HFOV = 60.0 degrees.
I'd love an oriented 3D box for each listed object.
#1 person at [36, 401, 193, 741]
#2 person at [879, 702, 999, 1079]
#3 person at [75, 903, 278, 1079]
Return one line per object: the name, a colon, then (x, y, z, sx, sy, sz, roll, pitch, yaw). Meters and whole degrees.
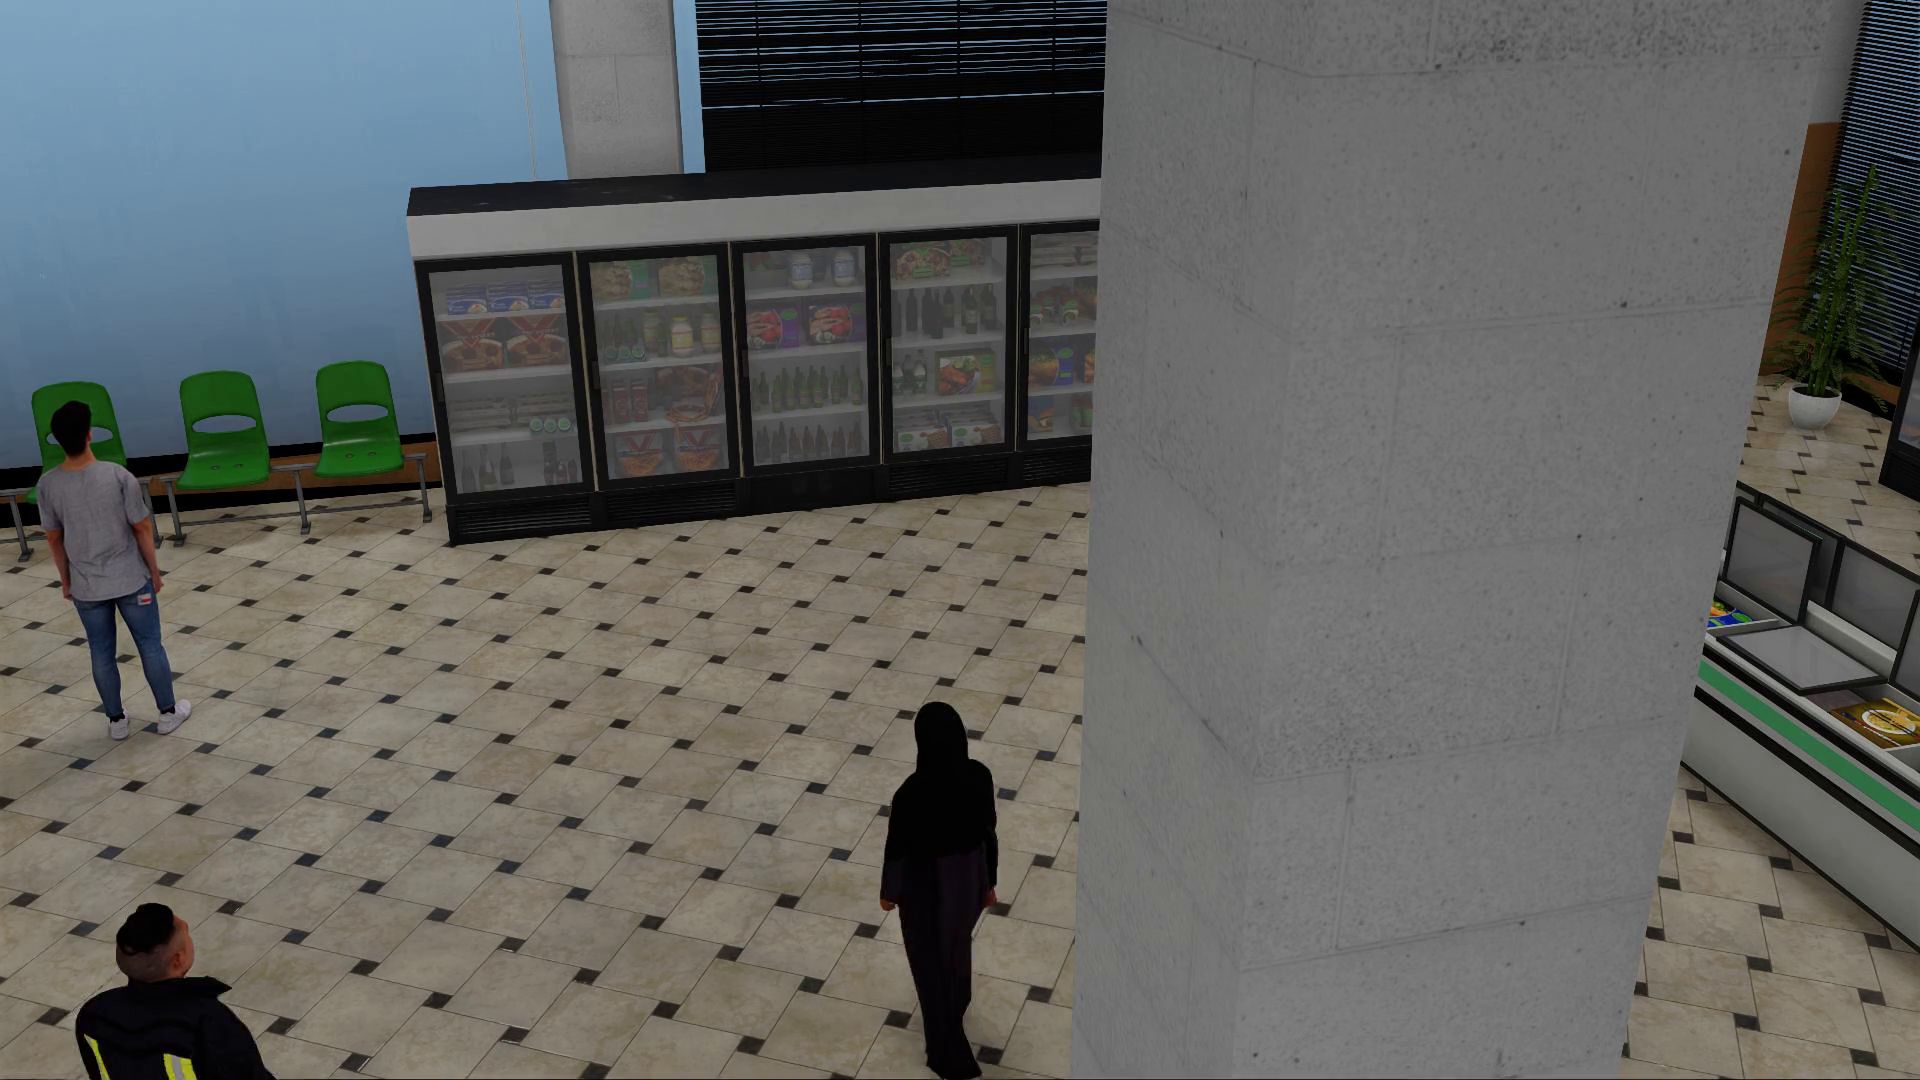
person: (-4.534, 0.175, 8.845, 0.669, 1.890, 0.563, -5, 24, -12)
person: (-0.032, 1.383, 6.431, 0.758, 1.612, 0.928, -15, 28, -30)
person: (-2.304, 1.898, 4.981, 1.043, 1.831, 1.186, 6, 24, 12)
